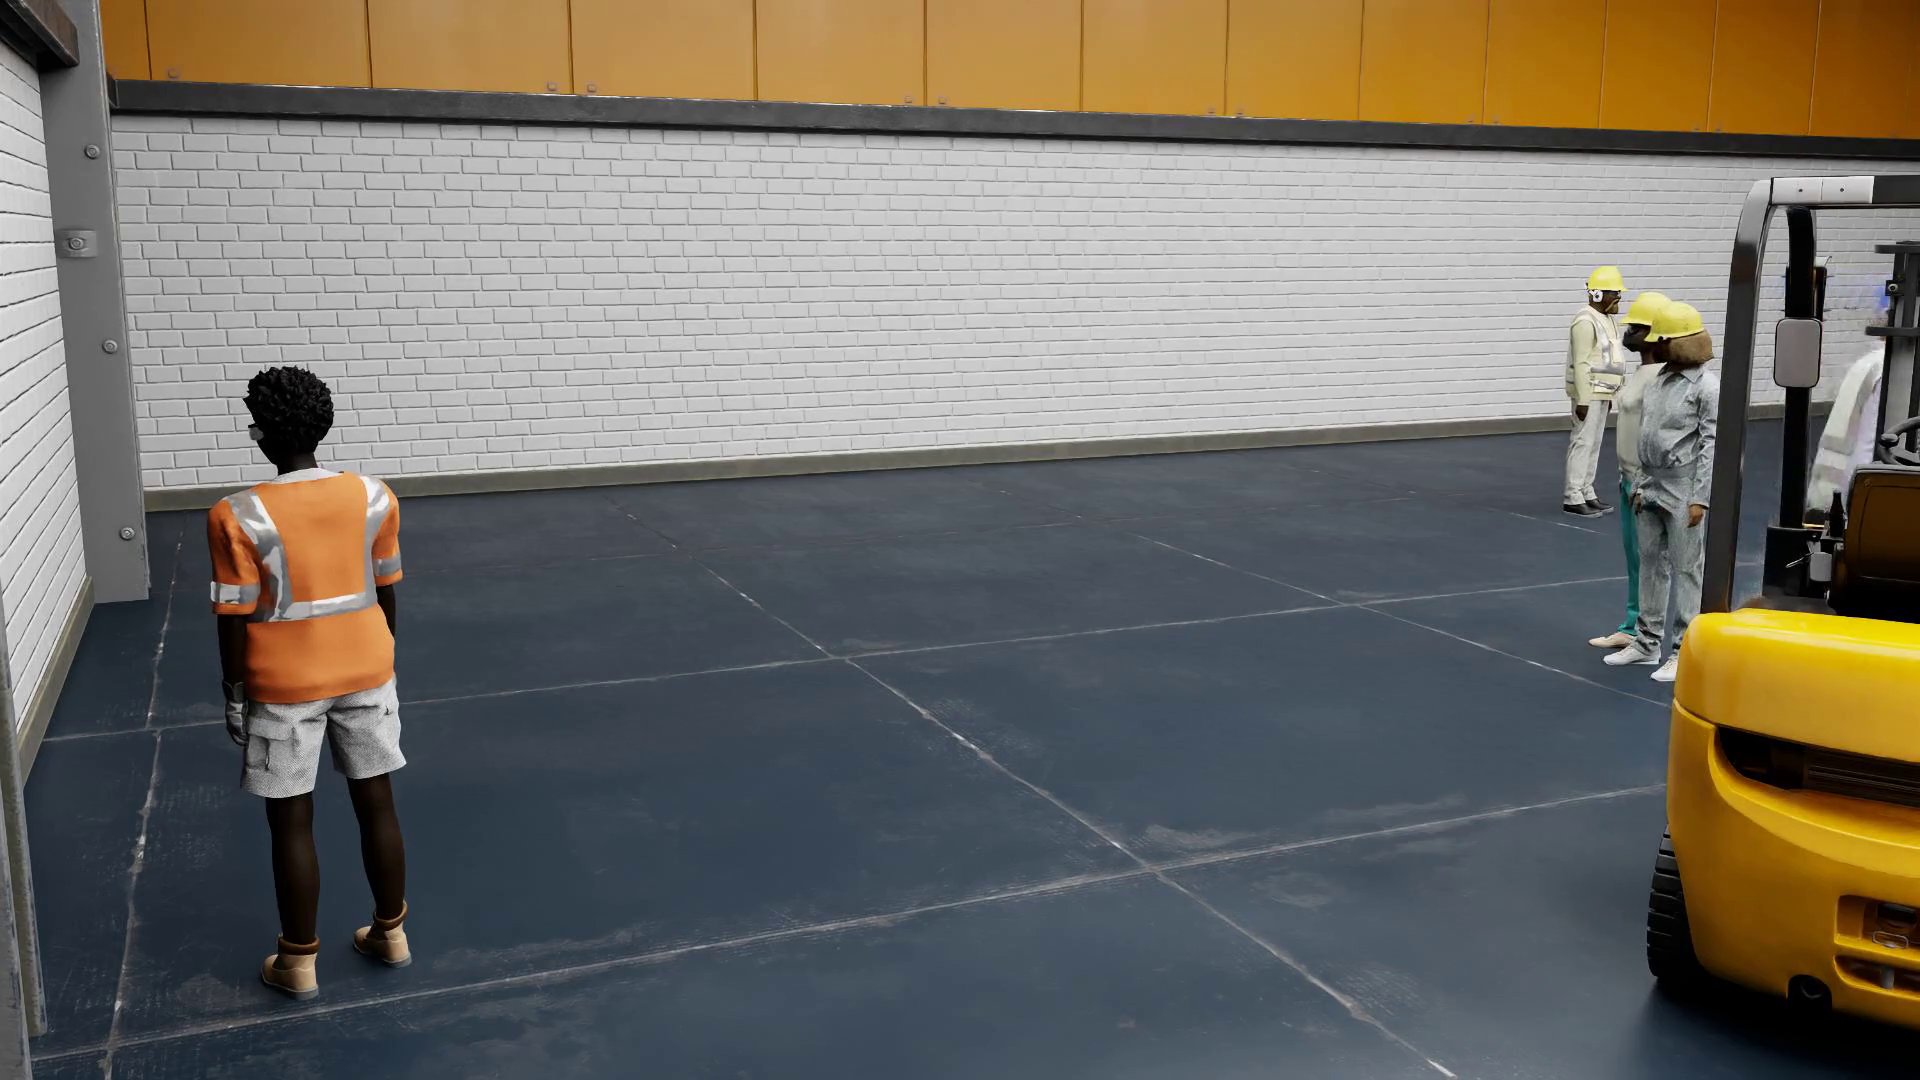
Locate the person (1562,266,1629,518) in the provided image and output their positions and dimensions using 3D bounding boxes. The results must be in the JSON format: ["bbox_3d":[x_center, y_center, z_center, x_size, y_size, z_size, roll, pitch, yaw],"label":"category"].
[{"bbox_3d":[4.631,-1.075,12.139,0.403,1.825,0.592,7,13,35],"label":"person"}]

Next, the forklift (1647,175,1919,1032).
[{"bbox_3d":[2.810,0.094,4.662,1.214,2.155,2.313,7,12,34],"label":"forklift"}]

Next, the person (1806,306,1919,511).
[{"bbox_3d":[3.792,-0.160,6.969,1.048,1.866,0.626,2,10,10],"label":"person"}]

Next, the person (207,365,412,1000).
[{"bbox_3d":[-1.730,0.382,4.466,0.320,1.694,0.531,9,14,42],"label":"person"}]

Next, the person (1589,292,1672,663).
[{"bbox_3d":[3.254,-0.293,7.964,0.309,1.772,0.525,2,10,10],"label":"person"}]

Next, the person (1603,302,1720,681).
[{"bbox_3d":[3.255,-0.220,7.659,0.309,1.735,0.484,-3,11,-16],"label":"person"}]
